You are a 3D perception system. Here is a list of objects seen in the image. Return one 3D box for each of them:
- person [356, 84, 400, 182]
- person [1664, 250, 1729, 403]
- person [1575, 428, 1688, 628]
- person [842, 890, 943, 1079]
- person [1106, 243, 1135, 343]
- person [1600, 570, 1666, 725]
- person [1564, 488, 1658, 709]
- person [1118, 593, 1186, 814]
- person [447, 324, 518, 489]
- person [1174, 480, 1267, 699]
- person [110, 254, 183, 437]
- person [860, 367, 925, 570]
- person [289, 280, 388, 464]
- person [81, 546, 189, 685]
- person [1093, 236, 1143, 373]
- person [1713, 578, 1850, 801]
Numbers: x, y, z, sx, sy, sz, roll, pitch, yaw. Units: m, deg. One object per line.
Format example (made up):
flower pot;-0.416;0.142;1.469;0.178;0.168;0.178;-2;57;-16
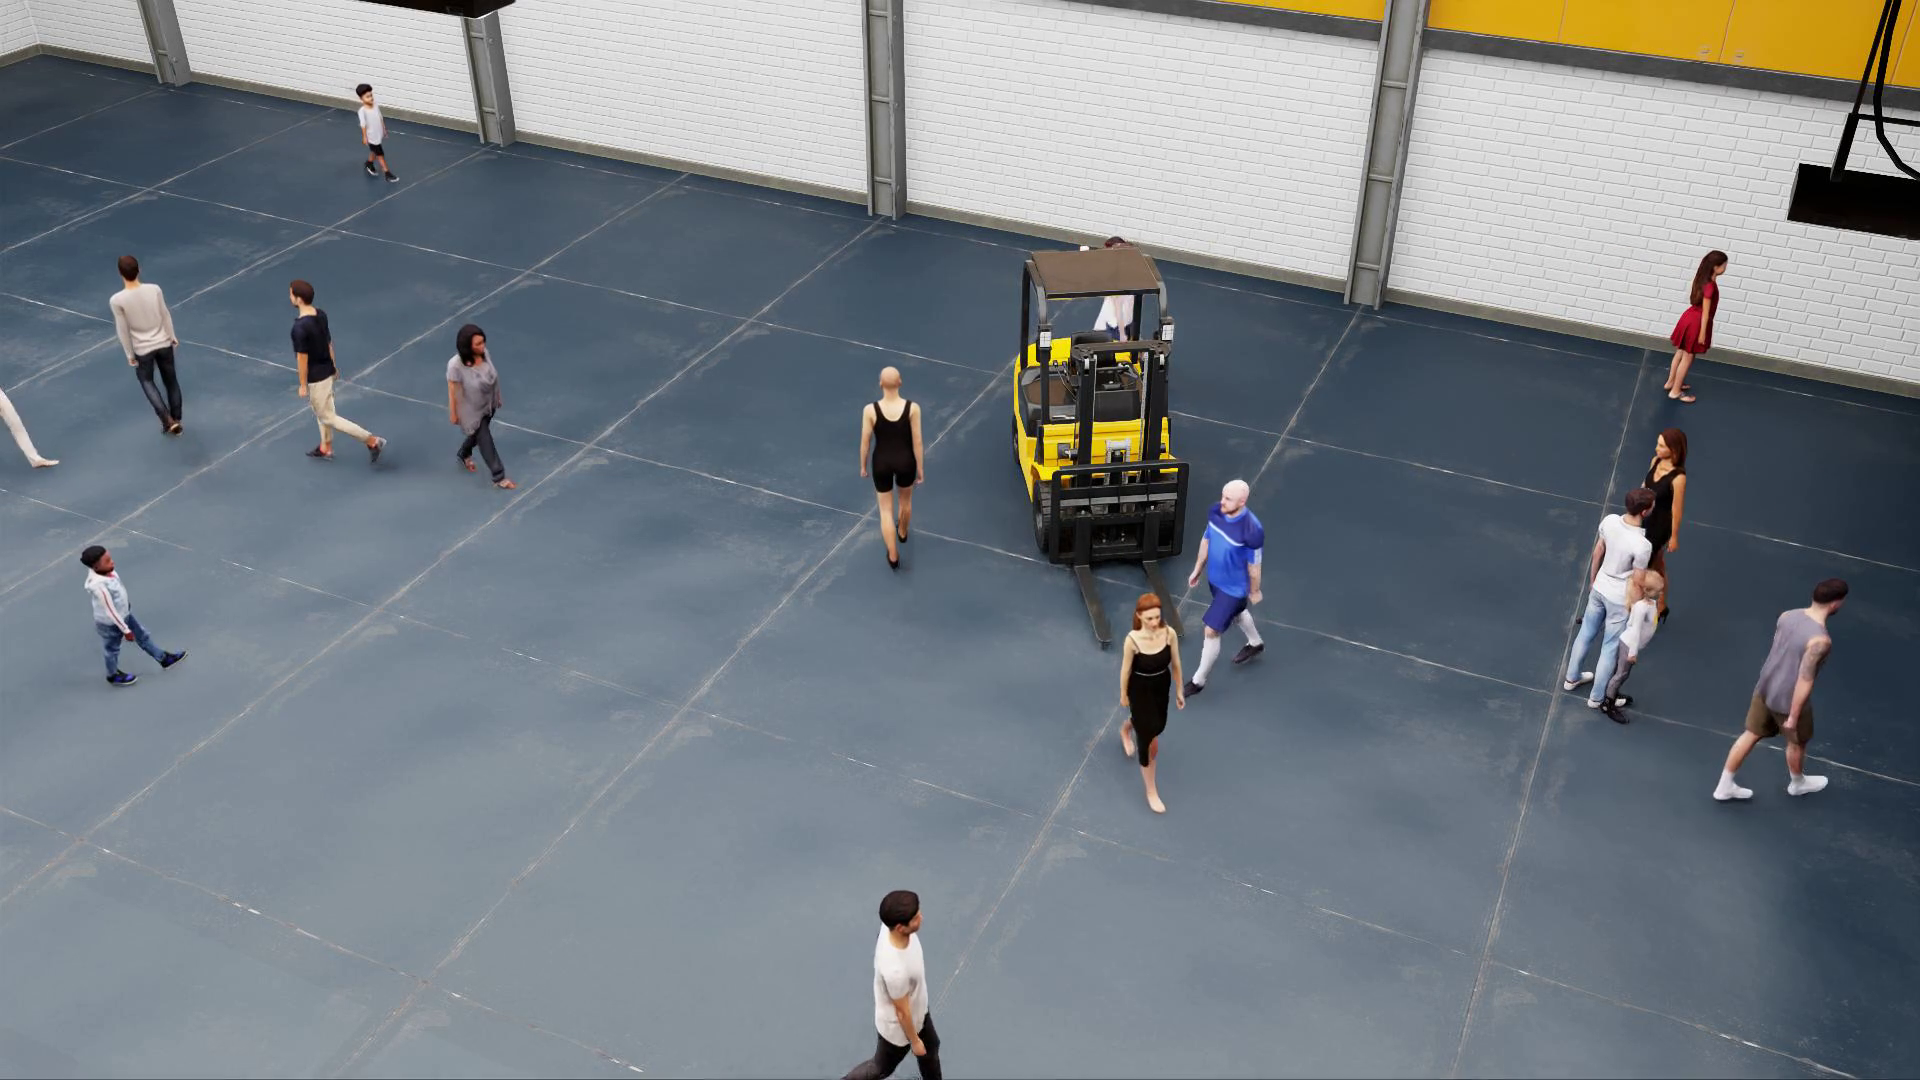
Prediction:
person;-7.581;-5.254;21.399;0.881;1.246;0.535;18;37;25
person;7.269;-2.135;16.429;0.683;1.552;0.626;4;34;6
person;5.546;-0.057;13.074;1.115;1.805;0.934;-5;34;-7
person;-0.406;2.609;9.168;1.165;1.689;0.862;4;34;6
person;1.456;-2.087;16.197;0.660;1.728;0.608;9;35;13
person;4.983;0.748;12.341;0.497;1.276;0.507;14;36;20
person;4.842;0.414;12.324;0.781;1.851;0.712;-13;36;-18
person;1.293;1.021;11.649;1.026;1.586;1.115;-13;36;-18
person;-4.449;-1.248;15.071;0.999;1.578;0.641;15;37;22
person;2.092;0.296;12.550;1.183;1.797;1.189;-17;37;-23
person;-7.565;-1.779;15.619;0.829;1.855;0.898;-24;40;-31
person;-0.562;-0.580;13.865;0.991;1.800;0.999;-3;34;-5
person;-5.762;-1.480;15.190;1.176;1.833;0.917;1;34;2
person;-6.482;0.589;12.618;0.895;1.234;0.786;-7;34;-10
person;1.670;-2.332;16.769;1.046;1.503;0.734;8;34;12
person;5.546;1.077;11.394;1.174;1.788;1.051;-4;34;-6
